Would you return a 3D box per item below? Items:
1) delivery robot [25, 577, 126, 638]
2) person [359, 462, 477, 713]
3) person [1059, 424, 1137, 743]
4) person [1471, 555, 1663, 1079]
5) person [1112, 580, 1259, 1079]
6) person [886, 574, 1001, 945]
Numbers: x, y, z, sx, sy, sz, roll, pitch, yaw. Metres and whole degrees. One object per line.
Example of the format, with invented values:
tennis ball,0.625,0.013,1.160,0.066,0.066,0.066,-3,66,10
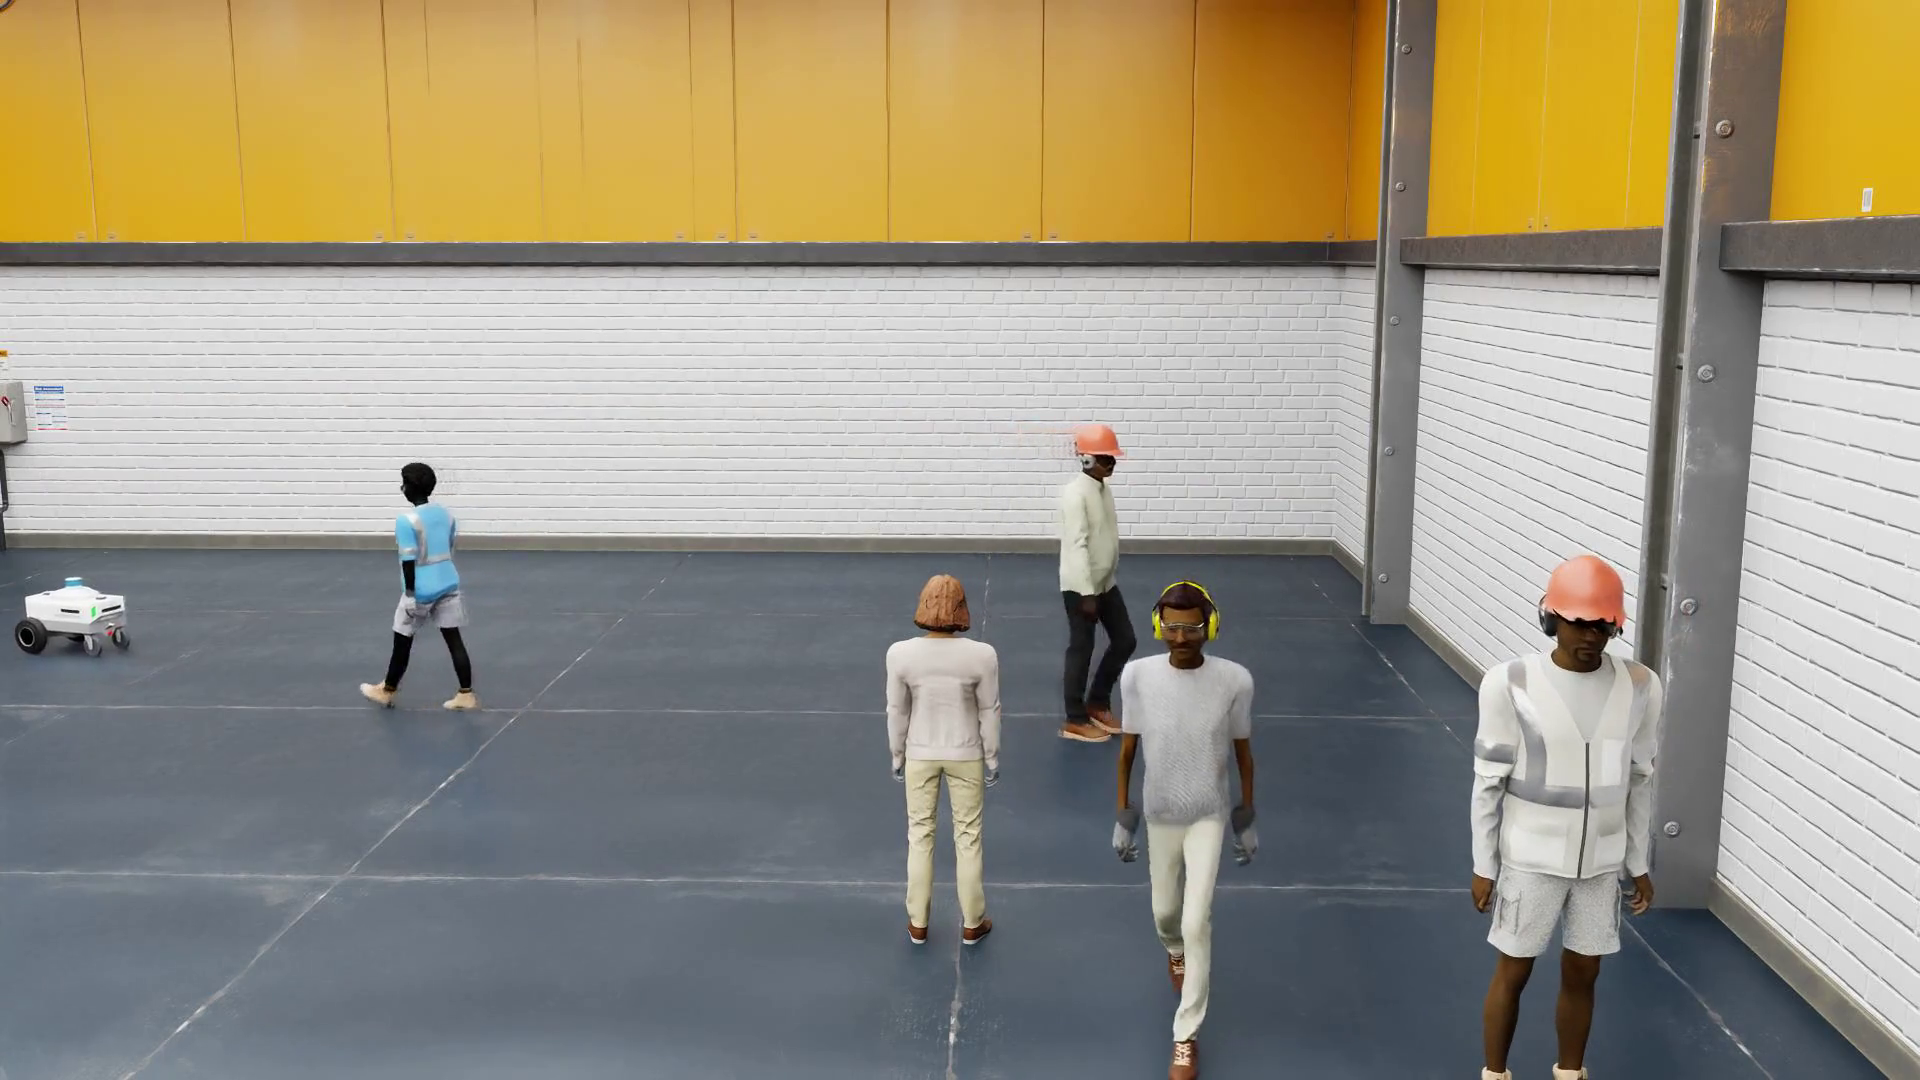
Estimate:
delivery robot,-6.710,0.528,12.620,0.707,0.478,0.477,3,10,18
person,-3.564,0.316,10.915,0.827,1.654,0.542,4,11,25
person,0.849,0.281,10.177,0.498,1.978,0.627,6,11,31
person,2.004,1.049,5.498,0.615,2.038,0.395,0,10,-3
person,0.861,1.019,6.320,0.533,1.836,0.861,2,10,14
person,-0.068,0.956,7.231,0.498,1.633,0.285,1,10,6
